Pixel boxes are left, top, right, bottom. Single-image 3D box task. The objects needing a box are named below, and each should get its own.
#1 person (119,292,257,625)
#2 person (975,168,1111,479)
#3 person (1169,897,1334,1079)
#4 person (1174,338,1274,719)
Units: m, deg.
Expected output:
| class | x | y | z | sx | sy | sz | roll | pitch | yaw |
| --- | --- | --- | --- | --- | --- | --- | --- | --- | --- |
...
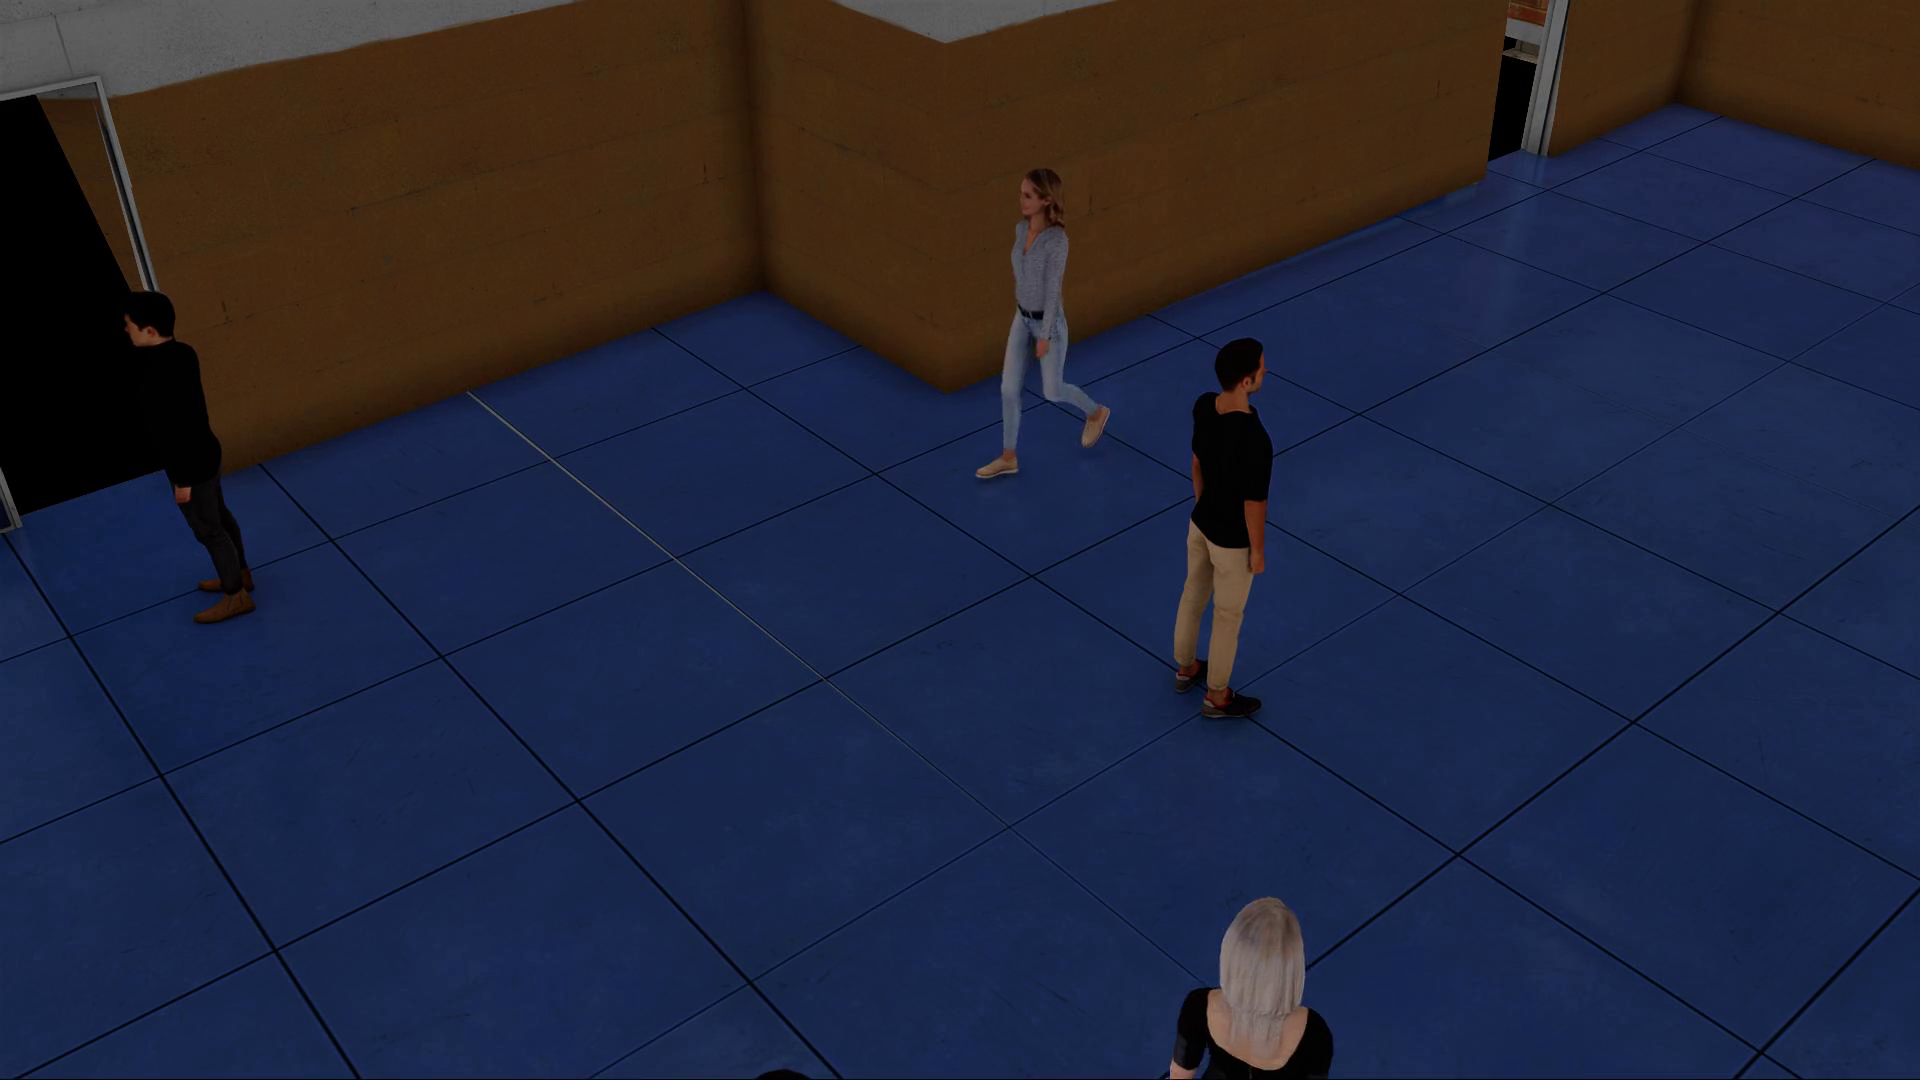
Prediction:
| class | x | y | z | sx | sy | sz | roll | pitch | yaw |
| --- | --- | --- | --- | --- | --- | --- | --- | --- | --- |
| person | -3.697 | -0.403 | 7.983 | 0.778 | 1.723 | 0.630 | -9 | 35 | -13 |
| person | 0.510 | -1.163 | 9.084 | 0.746 | 1.770 | 1.059 | -20 | 38 | -27 |
| person | 0.754 | 1.791 | 4.639 | 1.188 | 1.775 | 1.127 | 9 | 35 | 13 |
| person | 1.157 | -0.045 | 7.300 | 0.735 | 1.859 | 0.540 | -16 | 37 | -22 |
